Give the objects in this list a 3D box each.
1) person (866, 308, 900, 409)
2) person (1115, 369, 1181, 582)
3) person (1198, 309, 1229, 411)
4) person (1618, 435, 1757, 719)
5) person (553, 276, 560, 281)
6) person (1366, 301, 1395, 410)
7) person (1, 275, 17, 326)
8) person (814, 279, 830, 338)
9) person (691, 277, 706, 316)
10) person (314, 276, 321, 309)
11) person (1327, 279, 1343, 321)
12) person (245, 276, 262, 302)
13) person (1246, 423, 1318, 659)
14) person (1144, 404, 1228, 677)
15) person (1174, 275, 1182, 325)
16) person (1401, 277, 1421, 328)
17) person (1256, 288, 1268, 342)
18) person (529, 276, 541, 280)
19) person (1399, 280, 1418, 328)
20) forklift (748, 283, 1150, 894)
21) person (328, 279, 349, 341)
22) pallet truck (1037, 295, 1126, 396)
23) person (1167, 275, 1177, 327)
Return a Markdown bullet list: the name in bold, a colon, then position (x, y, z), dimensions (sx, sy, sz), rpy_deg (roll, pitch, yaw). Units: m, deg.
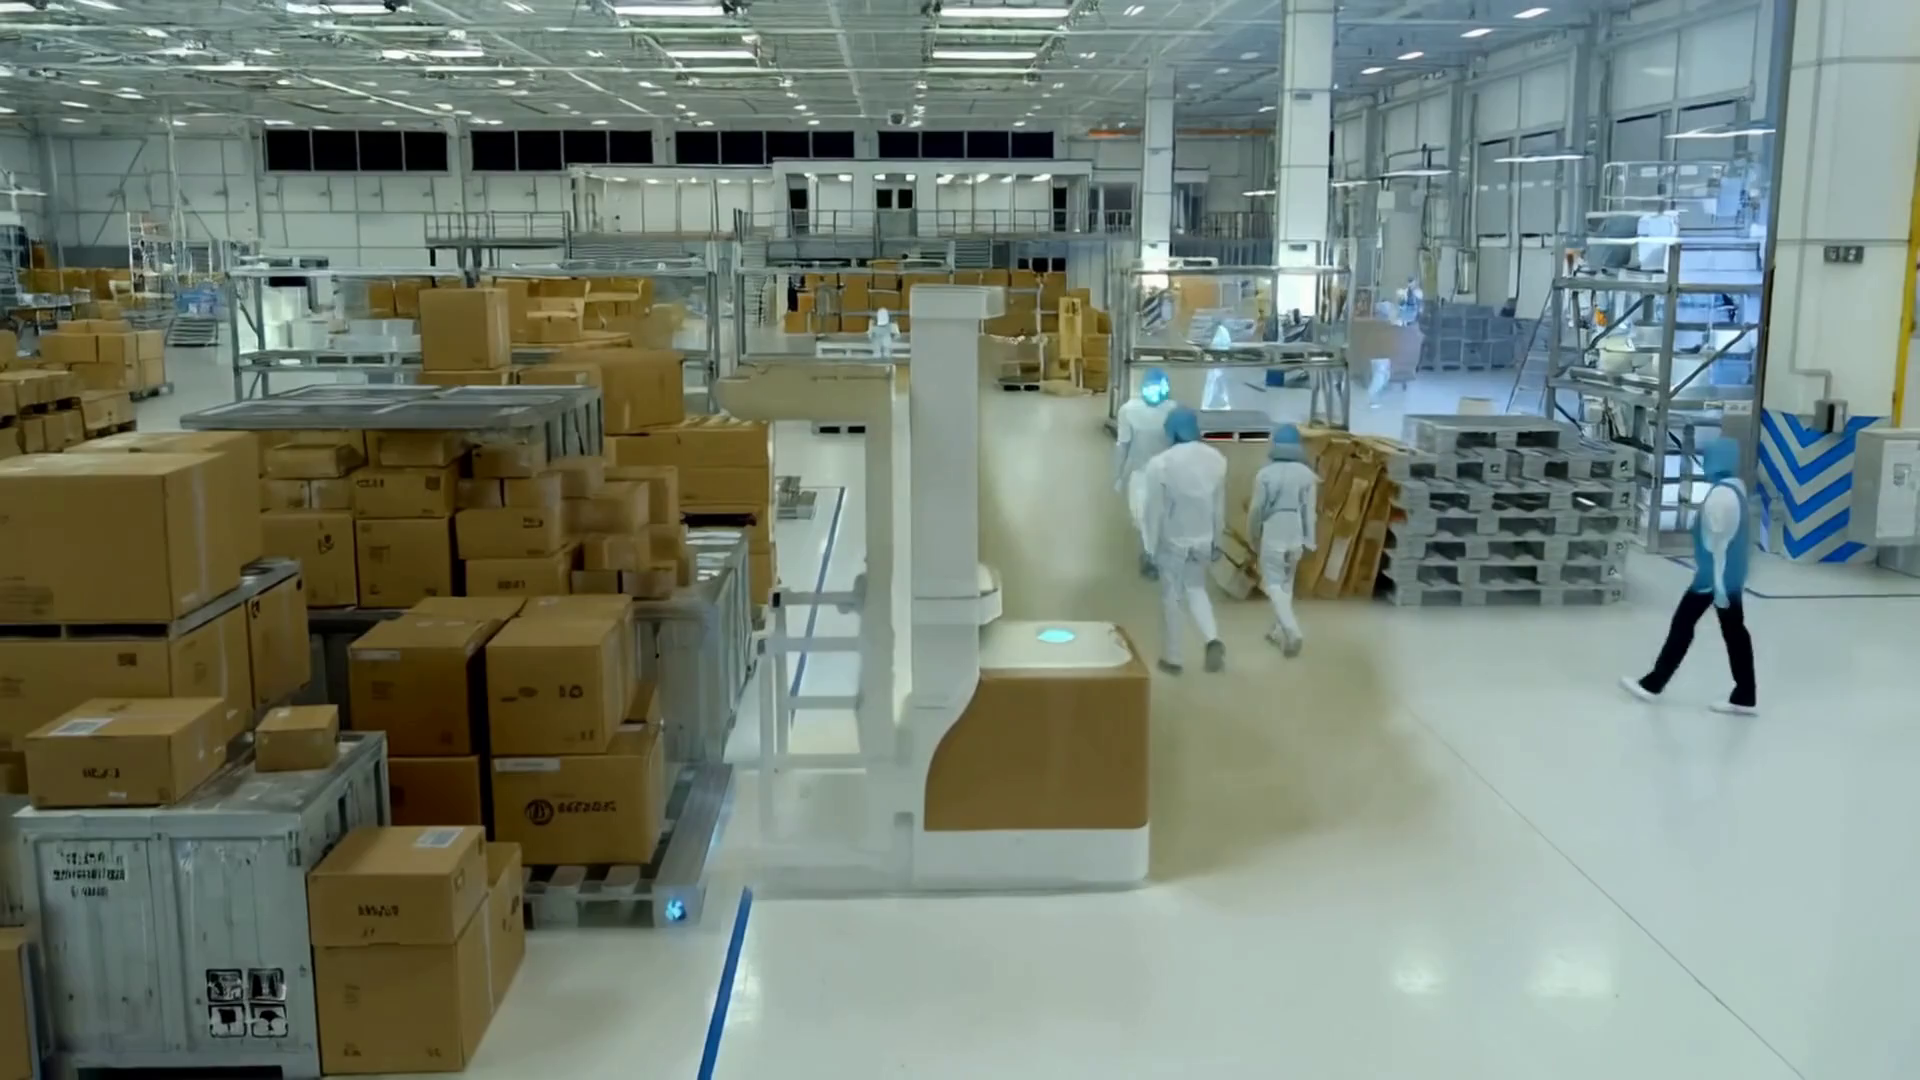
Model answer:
- **person**: position (-1.401, -3.281, 30.154), dimensions (0.628, 1.844, 0.429), rpy_deg (1, 10, 4)
- **person**: position (1.732, -0.586, 14.936), dimensions (0.672, 1.913, 0.513), rpy_deg (3, 11, 15)
- **person**: position (4.494, -3.151, 29.408), dimensions (0.666, 1.847, 0.652), rpy_deg (-3, 11, -16)
- **person**: position (4.781, 0.219, 10.757), dimensions (0.517, 1.804, 0.920), rpy_deg (-9, 14, -43)
- **person**: position (-14.553, -8.667, 59.981), dimensions (0.606, 1.900, 0.584), rpy_deg (3, 11, 15)
- **person**: position (7.528, -3.300, 29.893), dimensions (0.500, 1.980, 0.620), rpy_deg (-9, 14, -41)
- **person**: position (-34.187, -8.592, 59.730), dimensions (0.511, 1.853, 0.494), rpy_deg (3, 11, 15)
- **person**: position (-4.347, -7.271, 52.299), dimensions (0.520, 1.874, 0.327), rpy_deg (2, 10, 8)
- **person**: position (-7.840, -6.818, 49.501), dimensions (0.659, 1.961, 1.131), rpy_deg (0, 10, -2)
- **person**: position (-25.248, -9.572, 65.435), dimensions (0.339, 1.757, 0.519), rpy_deg (-7, 12, -34)
- **person**: position (12.086, -7.512, 53.748), dimensions (0.495, 1.832, 0.646), rpy_deg (-9, 13, -40)
- **person**: position (-26.271, -8.975, 61.810), dimensions (0.590, 1.856, 0.741), rpy_deg (0, 10, -2)
- **person**: position (2.399, 0.004, 12.198), dimensions (0.489, 1.720, 0.768), rpy_deg (-3, 11, -15)
- **person**: position (1.565, 0.029, 11.495), dimensions (0.638, 1.921, 0.536), rpy_deg (-4, 11, -21)
- **person**: position (7.866, -8.745, 60.362), dimensions (0.438, 1.920, 0.617), rpy_deg (-3, 11, -19)
- **person**: position (14.758, -7.684, 54.615), dimensions (0.594, 1.875, 0.990), rpy_deg (-3, 11, -14)
- **person**: position (8.906, -6.554, 48.815), dimensions (0.465, 1.680, 0.553), rpy_deg (-3, 10, -14)
- **person**: position (-15.648, -8.995, 61.430), dimensions (0.722, 2.000, 1.047), rpy_deg (2, 10, 9)
- **person**: position (13.611, -6.953, 50.490), dimensions (0.560, 1.892, 0.983), rpy_deg (2, 10, 13)
- **forklift**: position (-0.058, 0.174, 8.009), dimensions (1.873, 2.768, 1.129), rpy_deg (0, 10, -2)
- **person**: position (-19.086, -7.028, 50.859), dimensions (0.569, 1.896, 0.930), rpy_deg (7, 12, 35)
- **pallet truck**: position (2.483, -3.881, 33.060), dimensions (1.885, 1.965, 0.823), rpy_deg (-7, 13, -36)
- **person**: position (7.558, -8.613, 59.428), dimensions (0.382, 1.995, 0.612), rpy_deg (1, 10, 7)
